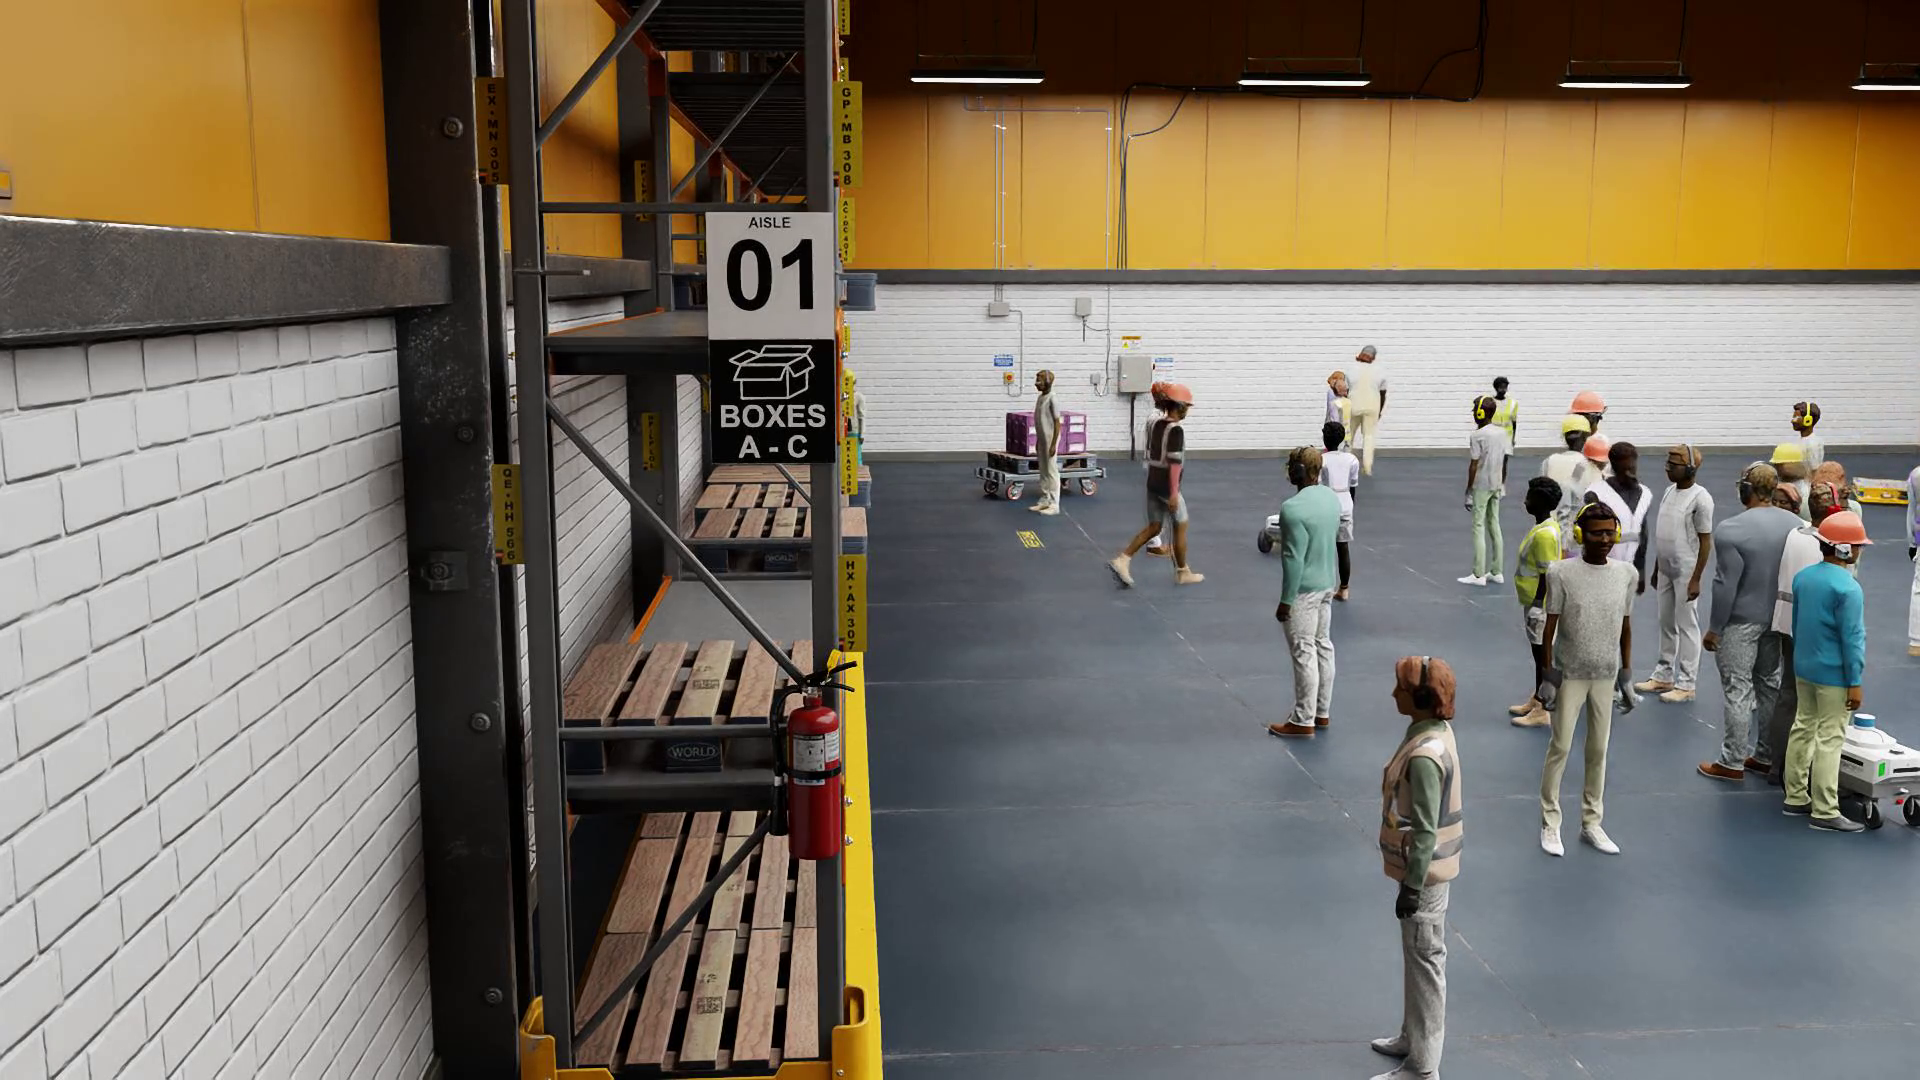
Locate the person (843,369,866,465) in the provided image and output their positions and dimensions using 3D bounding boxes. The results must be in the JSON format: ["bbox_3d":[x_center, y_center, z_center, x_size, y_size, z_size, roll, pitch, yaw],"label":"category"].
[{"bbox_3d":[-1.527,-1.465,22.810,0.530,1.761,0.345,5,10,29],"label":"person"}]

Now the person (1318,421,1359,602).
[{"bbox_3d":[3.431,-0.252,15.379,0.533,1.697,0.318,-4,10,-22],"label":"person"}]

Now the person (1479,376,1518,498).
[{"bbox_3d":[7.388,-1.443,22.949,0.546,1.675,0.695,1,9,3],"label":"person"}]

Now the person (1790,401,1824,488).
[{"bbox_3d":[7.806,-0.351,15.453,0.316,1.870,0.531,3,9,17],"label":"person"}]

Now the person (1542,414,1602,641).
[{"bbox_3d":[5.007,-0.074,13.604,0.439,1.908,0.629,-3,10,-20],"label":"person"}]

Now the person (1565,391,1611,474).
[{"bbox_3d":[5.359,-0.256,14.318,0.375,2.043,0.611,0,9,2],"label":"person"}]

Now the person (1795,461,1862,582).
[{"bbox_3d":[6.563,0.213,12.654,0.500,1.633,0.281,7,11,36],"label":"person"}]

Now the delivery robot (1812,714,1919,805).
[{"bbox_3d":[5.084,1.226,9.378,0.477,0.478,0.707,-2,9,-11],"label":"delivery robot"}]

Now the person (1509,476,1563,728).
[{"bbox_3d":[3.893,0.414,11.190,0.319,1.697,0.533,3,10,18],"label":"person"}]

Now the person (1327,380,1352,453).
[{"bbox_3d":[5.105,-1.340,22.395,0.310,1.636,0.523,7,12,39],"label":"person"}]

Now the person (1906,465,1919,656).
[{"bbox_3d":[7.763,0.047,13.087,0.429,1.837,0.624,-5,10,-27],"label":"person"}]

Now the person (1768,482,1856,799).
[{"bbox_3d":[4.962,0.578,9.691,0.378,1.844,0.569,-2,9,-12],"label":"person"}]

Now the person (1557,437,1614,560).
[{"bbox_3d":[5.110,0.028,13.487,0.573,1.741,0.355,-1,9,-9],"label":"person"}]

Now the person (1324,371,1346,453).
[{"bbox_3d":[5.512,-1.672,24.489,0.278,1.633,0.497,4,10,22],"label":"person"}]

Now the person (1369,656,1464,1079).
[{"bbox_3d":[1.716,1.235,6.218,0.309,1.641,0.514,3,9,16],"label":"person"}]

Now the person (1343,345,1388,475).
[{"bbox_3d":[6.175,-2.035,25.494,0.710,2.000,0.930,2,9,12],"label":"person"}]

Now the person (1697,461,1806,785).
[{"bbox_3d":[4.717,0.494,9.934,0.629,1.940,0.373,-3,10,-20],"label":"person"}]

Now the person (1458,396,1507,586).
[{"bbox_3d":[5.149,-0.482,16.328,0.515,1.862,0.324,-6,11,-32],"label":"person"}]

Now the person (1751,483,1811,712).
[{"bbox_3d":[5.575,0.419,11.341,0.517,1.639,0.313,8,12,40],"label":"person"}]

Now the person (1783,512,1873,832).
[{"bbox_3d":[4.784,0.712,9.141,0.324,1.752,0.562,-1,9,-4],"label":"person"}]

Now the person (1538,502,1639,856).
[{"bbox_3d":[3.287,0.724,8.707,0.507,1.872,0.329,-1,9,-4],"label":"person"}]

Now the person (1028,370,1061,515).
[{"bbox_3d":[1.098,-1.235,21.084,0.347,1.846,0.505,-4,10,-23],"label":"person"}]

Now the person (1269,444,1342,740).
[{"bbox_3d":[2.265,0.339,10.908,0.379,1.940,0.629,7,12,39],"label":"person"}]

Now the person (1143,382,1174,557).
[{"bbox_3d":[2.165,-0.767,18.031,0.356,1.882,0.573,1,9,9],"label":"person"}]

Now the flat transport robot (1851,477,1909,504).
[{"bbox_3d":[12.443,-0.666,22.438,0.652,0.197,1.431,4,10,24],"label":"flat transport robot"}]

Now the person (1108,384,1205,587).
[{"bbox_3d":[1.933,-0.513,16.131,0.953,2.002,0.643,-3,10,-19],"label":"person"}]

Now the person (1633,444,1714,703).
[{"bbox_3d":[5.112,0.236,11.846,0.345,1.847,0.504,-2,9,-12],"label":"person"}]

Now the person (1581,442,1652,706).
[{"bbox_3d":[4.543,0.246,11.624,0.717,1.890,0.413,-5,11,-31],"label":"person"}]
